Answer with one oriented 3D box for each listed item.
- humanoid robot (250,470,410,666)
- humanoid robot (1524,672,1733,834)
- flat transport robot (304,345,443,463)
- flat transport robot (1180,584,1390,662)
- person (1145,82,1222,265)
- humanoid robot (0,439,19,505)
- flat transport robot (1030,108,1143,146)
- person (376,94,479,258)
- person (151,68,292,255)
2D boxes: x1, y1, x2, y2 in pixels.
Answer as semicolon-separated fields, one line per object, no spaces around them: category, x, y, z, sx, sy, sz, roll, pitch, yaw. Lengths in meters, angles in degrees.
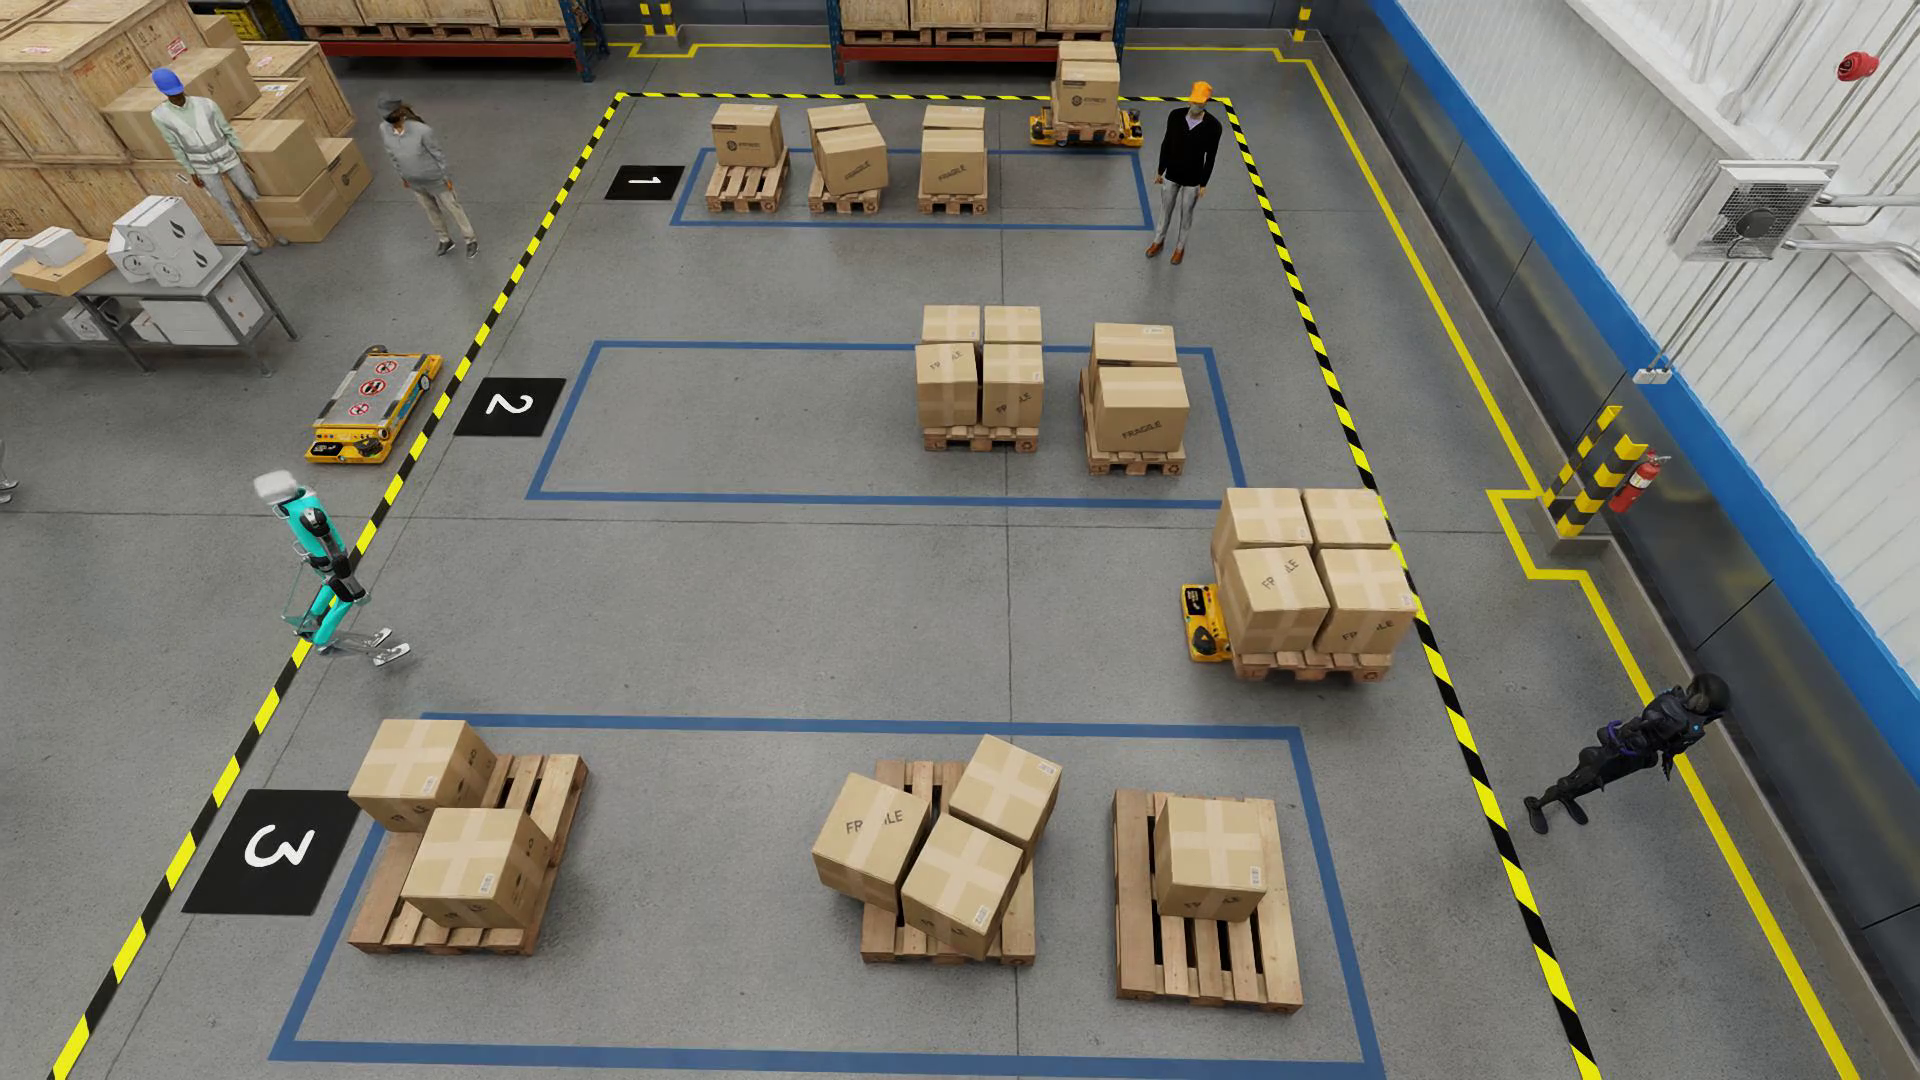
humanoid robot;-4.295;0.306;6.061;0.533;1.672;0.735;34;57;25
humanoid robot;3.925;1.261;5.367;0.599;1.657;0.315;-7;50;-6
flat transport robot;-5.383;-1.269;8.441;0.659;0.231;1.431;1;50;1
flat transport robot;2.418;0.590;6.850;1.431;0.197;0.652;1;50;1
person;2.318;-3.786;9.513;0.586;1.884;0.362;25;54;19
humanoid robot;-8.094;-0.934;7.128;0.746;1.685;0.532;-16;52;-13
flat transport robot;1.634;-5.376;11.898;1.431;0.197;0.652;1;50;1
person;-5.584;-3.794;9.597;0.568;1.762;0.405;4;50;4
person;-7.786;-3.949;9.617;0.602;1.939;0.412;-31;56;-24
